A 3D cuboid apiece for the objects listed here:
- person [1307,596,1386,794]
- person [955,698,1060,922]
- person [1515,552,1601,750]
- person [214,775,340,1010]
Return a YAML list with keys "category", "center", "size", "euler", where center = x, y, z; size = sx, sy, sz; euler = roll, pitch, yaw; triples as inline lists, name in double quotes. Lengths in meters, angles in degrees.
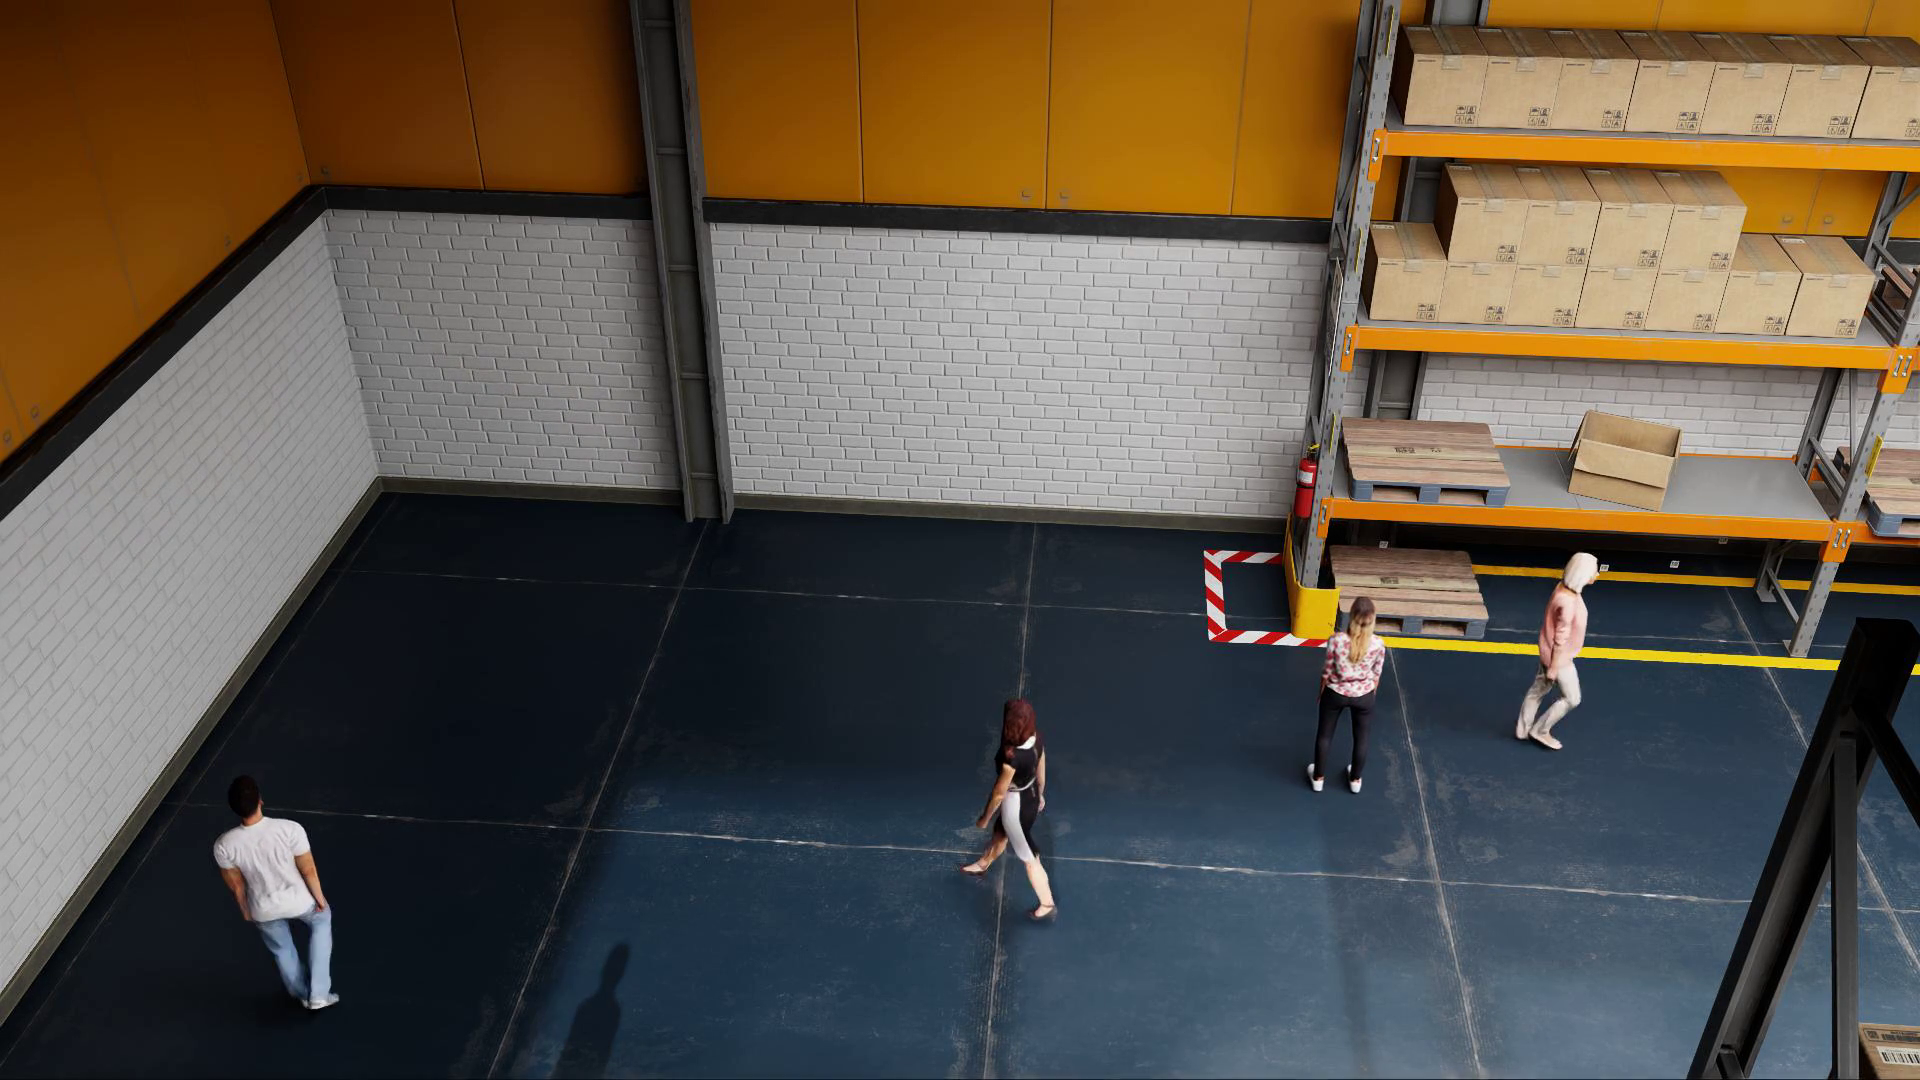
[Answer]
- category: "person"
  center: [2.769, 1.112, 11.853]
  size: [0.438, 1.625, 0.610]
  euler: [3, 34, 5]
- category: "person"
  center: [0.462, 1.797, 10.695]
  size: [1.130, 1.767, 0.875]
  euler: [16, 37, 22]
- category: "person"
  center: [4.307, 0.807, 12.230]
  size: [0.656, 1.715, 0.657]
  euler: [9, 35, 13]
- category: "person"
  center: [-4.085, 2.204, 10.002]
  size: [0.801, 1.857, 0.867]
  euler: [-8, 34, -12]
